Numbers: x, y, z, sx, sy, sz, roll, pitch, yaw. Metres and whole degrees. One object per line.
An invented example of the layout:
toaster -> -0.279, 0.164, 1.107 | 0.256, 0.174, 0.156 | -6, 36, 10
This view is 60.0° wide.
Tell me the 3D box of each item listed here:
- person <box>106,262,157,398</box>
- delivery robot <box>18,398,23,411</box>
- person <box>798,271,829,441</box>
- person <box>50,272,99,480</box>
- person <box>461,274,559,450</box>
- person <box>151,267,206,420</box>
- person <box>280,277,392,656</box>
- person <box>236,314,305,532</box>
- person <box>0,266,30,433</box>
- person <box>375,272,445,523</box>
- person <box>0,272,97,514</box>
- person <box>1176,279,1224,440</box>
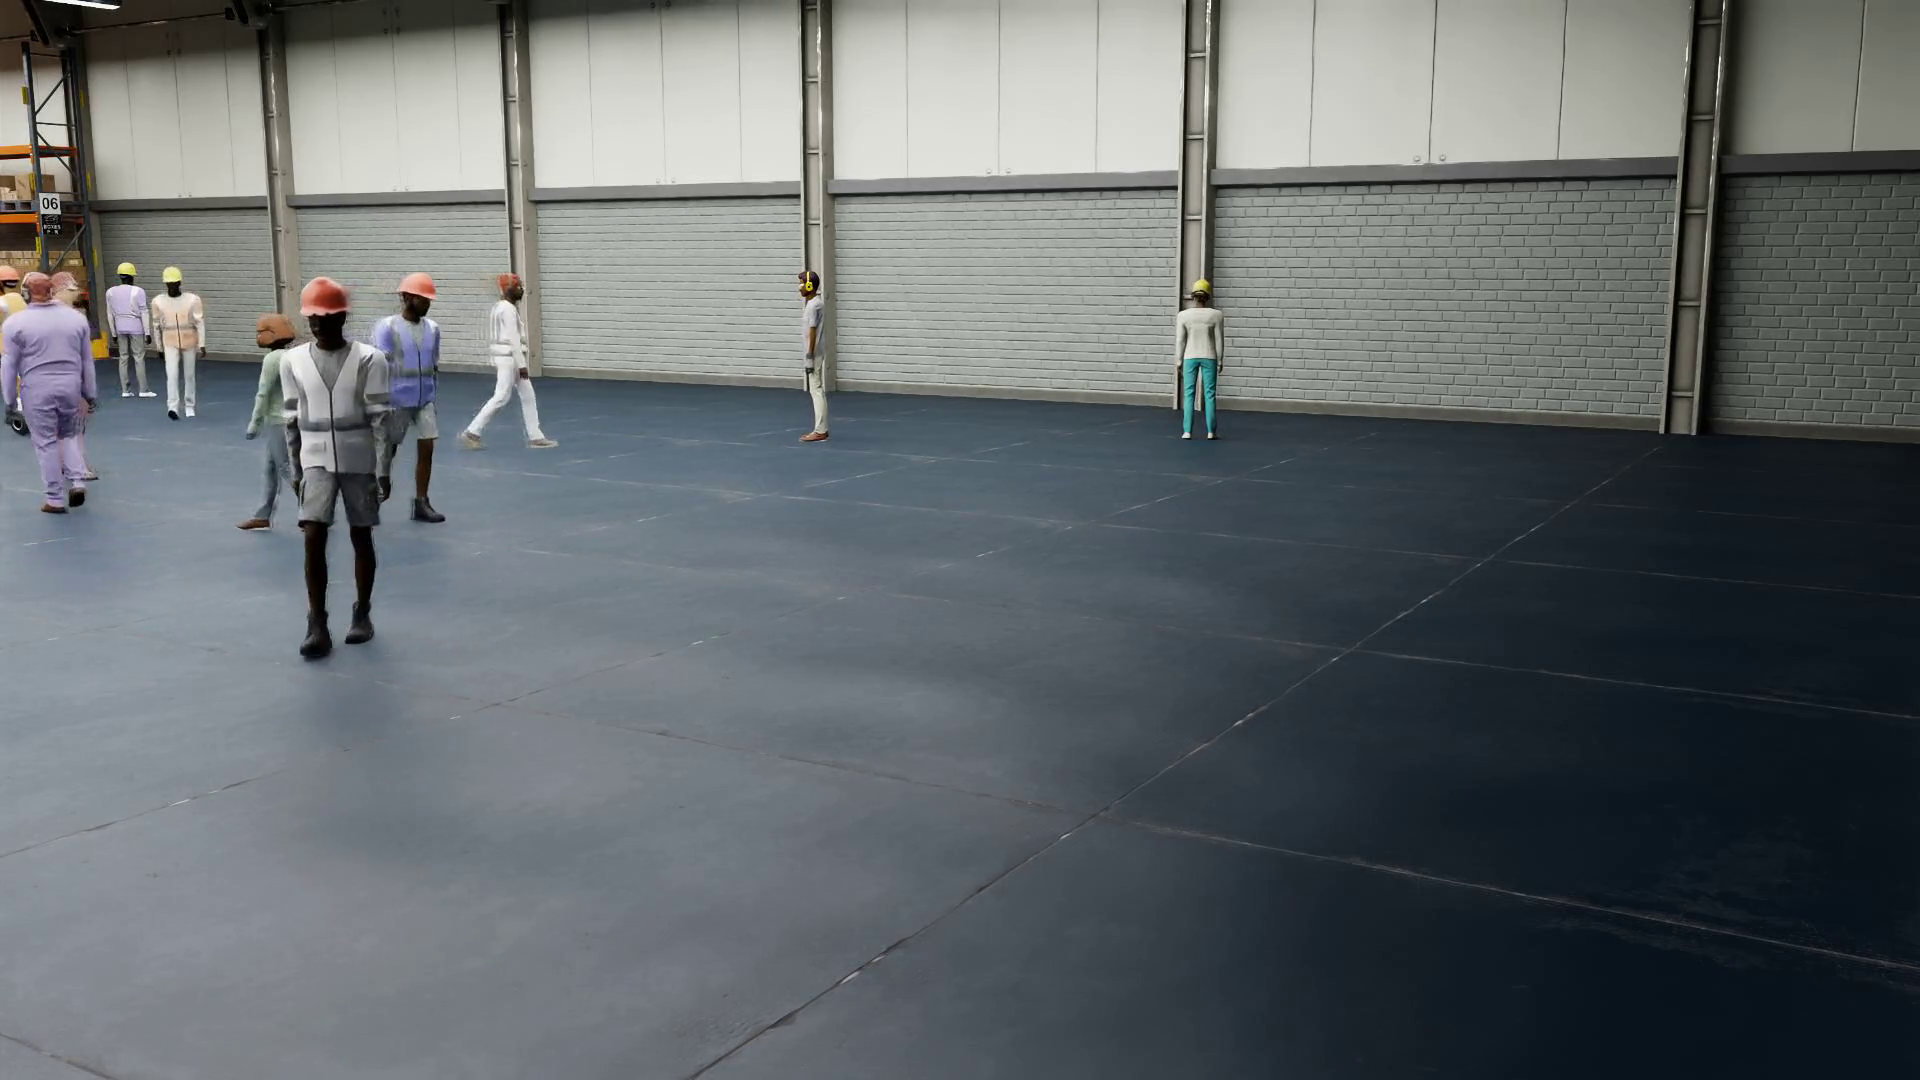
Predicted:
person -> -11.859, -2.991, 23.780 | 0.585, 1.928, 0.371 | 0, 10, 3
delivery robot -> -10.314, -1.510, 18.852 | 0.707, 0.478, 0.477 | 4, 11, 23
person -> -1.607, -2.008, 18.234 | 0.311, 1.861, 0.506 | 0, 10, 1
person -> -8.099, -1.481, 15.107 | 0.445, 1.879, 0.711 | -4, 10, -22
person -> -4.754, -1.851, 17.372 | 0.949, 1.851, 0.571 | -2, 10, -12
person -> -9.693, -2.431, 20.657 | 0.595, 1.875, 0.992 | -4, 11, -23
person -> -3.177, -0.365, 8.475 | 0.547, 1.911, 0.787 | -2, 10, -11
person -> -4.980, -0.850, 12.172 | 0.733, 1.604, 0.502 | -1, 10, -6
person -> -10.945, -2.187, 19.152 | 0.863, 1.901, 0.576 | 5, 11, 29
person -> -4.243, -1.079, 12.670 | 0.752, 1.905, 0.563 | 8, 13, 40
person -> -7.170, -1.146, 13.073 | 0.430, 1.891, 0.677 | 7, 12, 37
person -> 2.644, -1.977, 18.316 | 0.523, 1.769, 0.319 | 2, 10, 11
